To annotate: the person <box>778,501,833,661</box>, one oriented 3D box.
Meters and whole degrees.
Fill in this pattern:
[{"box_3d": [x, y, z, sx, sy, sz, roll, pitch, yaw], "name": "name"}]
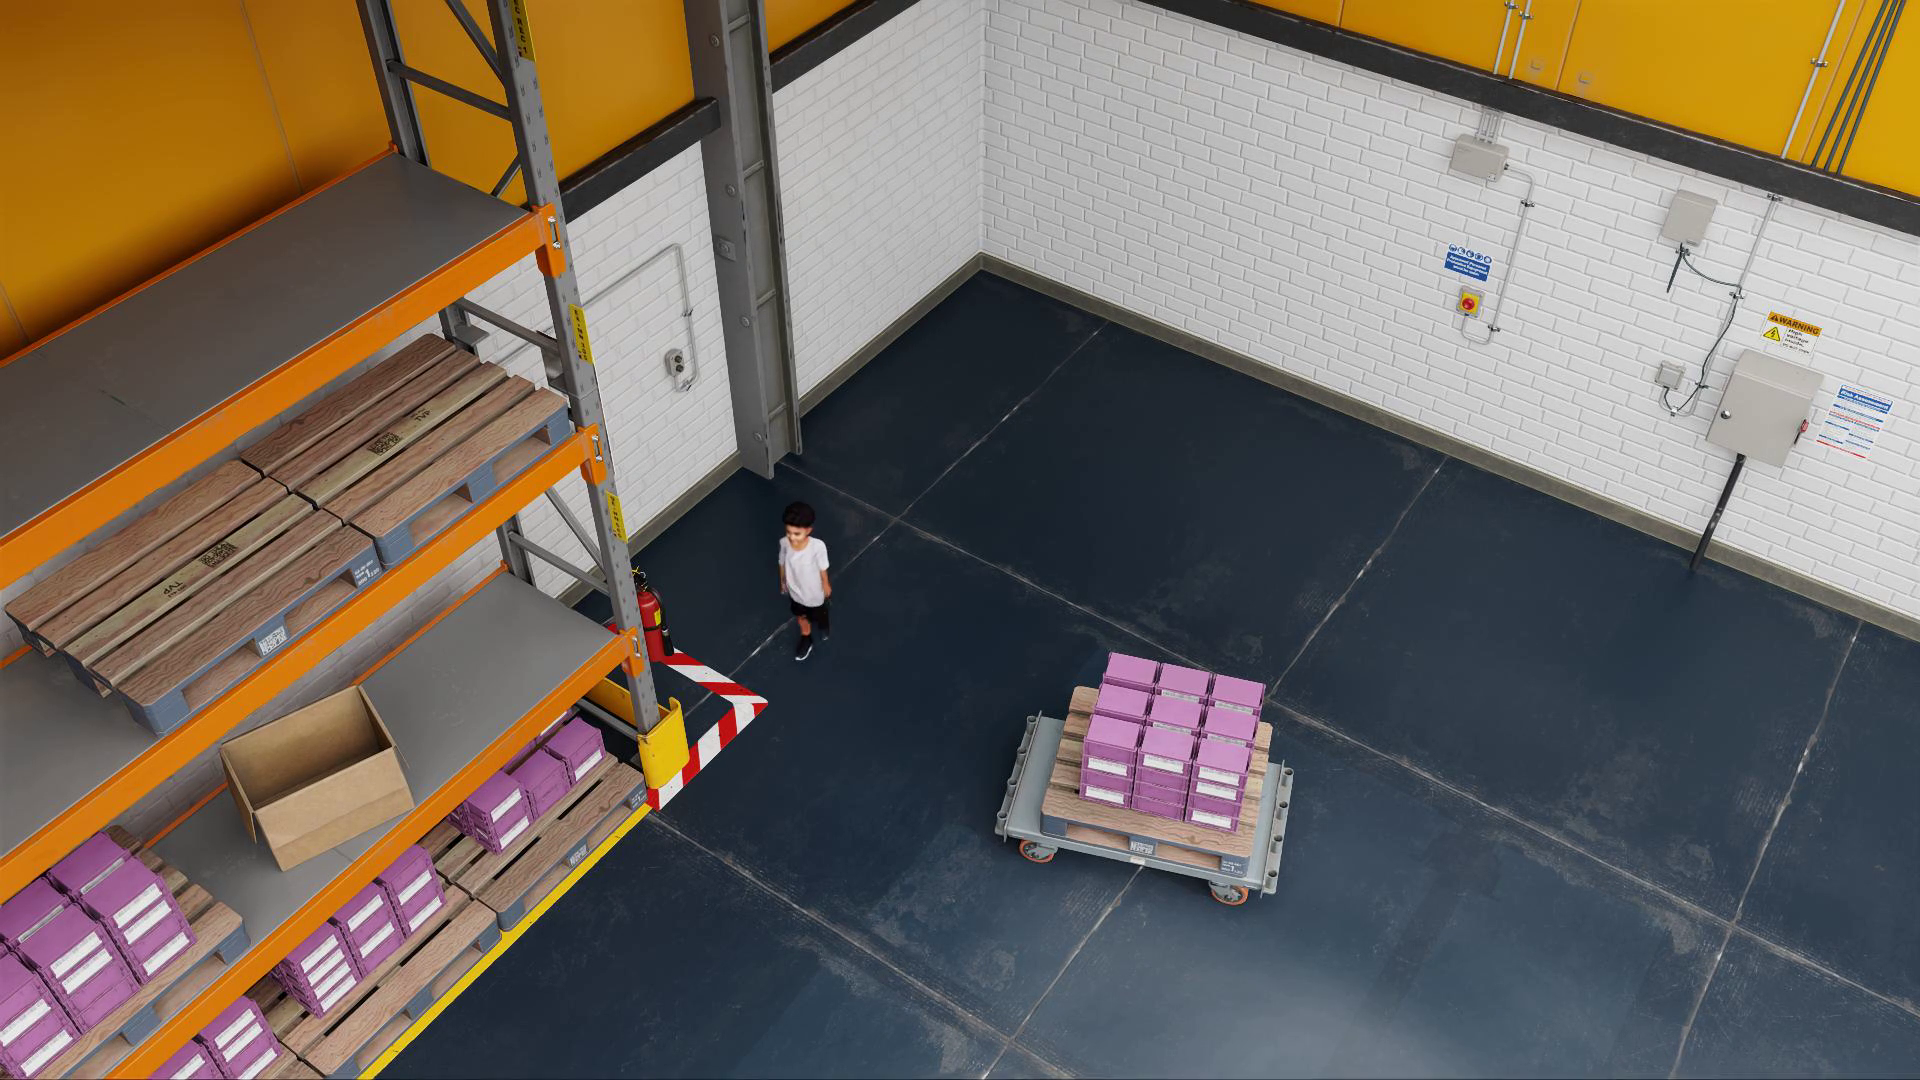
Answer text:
[{"box_3d": [-0.981, 0.223, 10.774, 0.594, 1.251, 0.687, 11, 45, 11], "name": "person"}]
